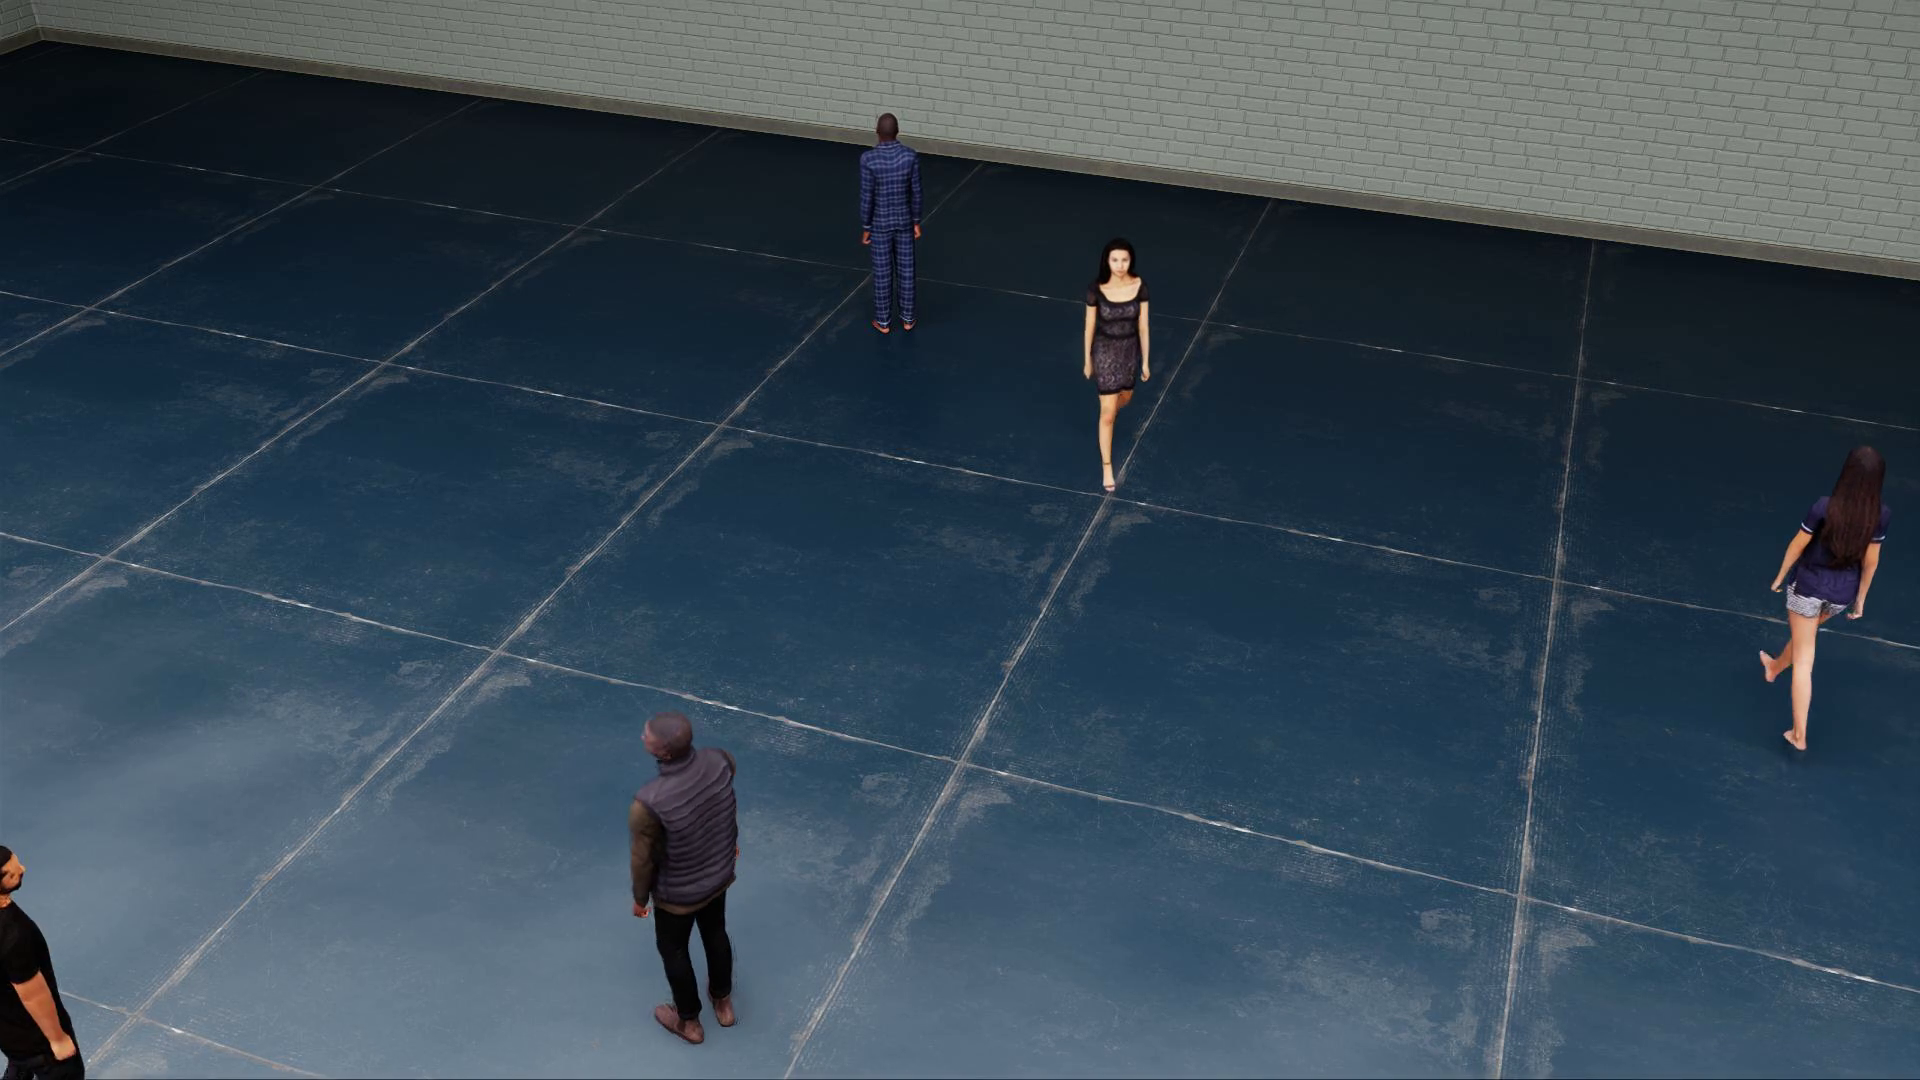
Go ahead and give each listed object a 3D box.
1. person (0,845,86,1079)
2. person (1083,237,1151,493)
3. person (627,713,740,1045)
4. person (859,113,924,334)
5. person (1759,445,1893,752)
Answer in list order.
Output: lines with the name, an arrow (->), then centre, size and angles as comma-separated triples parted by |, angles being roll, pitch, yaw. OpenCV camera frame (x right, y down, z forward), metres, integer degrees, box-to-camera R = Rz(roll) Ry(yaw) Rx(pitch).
person -> -3.767, 1.917, 6.606 | 0.835, 1.722, 0.815 | 16, 36, 23
person -> 1.074, -1.256, 11.456 | 0.939, 1.754, 1.170 | -5, 33, -8
person -> -1.181, 1.459, 7.209 | 0.720, 1.833, 0.871 | -24, 40, -32
person -> -0.556, -2.545, 13.374 | 0.768, 1.823, 0.777 | -5, 33, -8
person -> 4.683, 0.349, 9.022 | 0.761, 1.716, 1.189 | 5, 33, 7
